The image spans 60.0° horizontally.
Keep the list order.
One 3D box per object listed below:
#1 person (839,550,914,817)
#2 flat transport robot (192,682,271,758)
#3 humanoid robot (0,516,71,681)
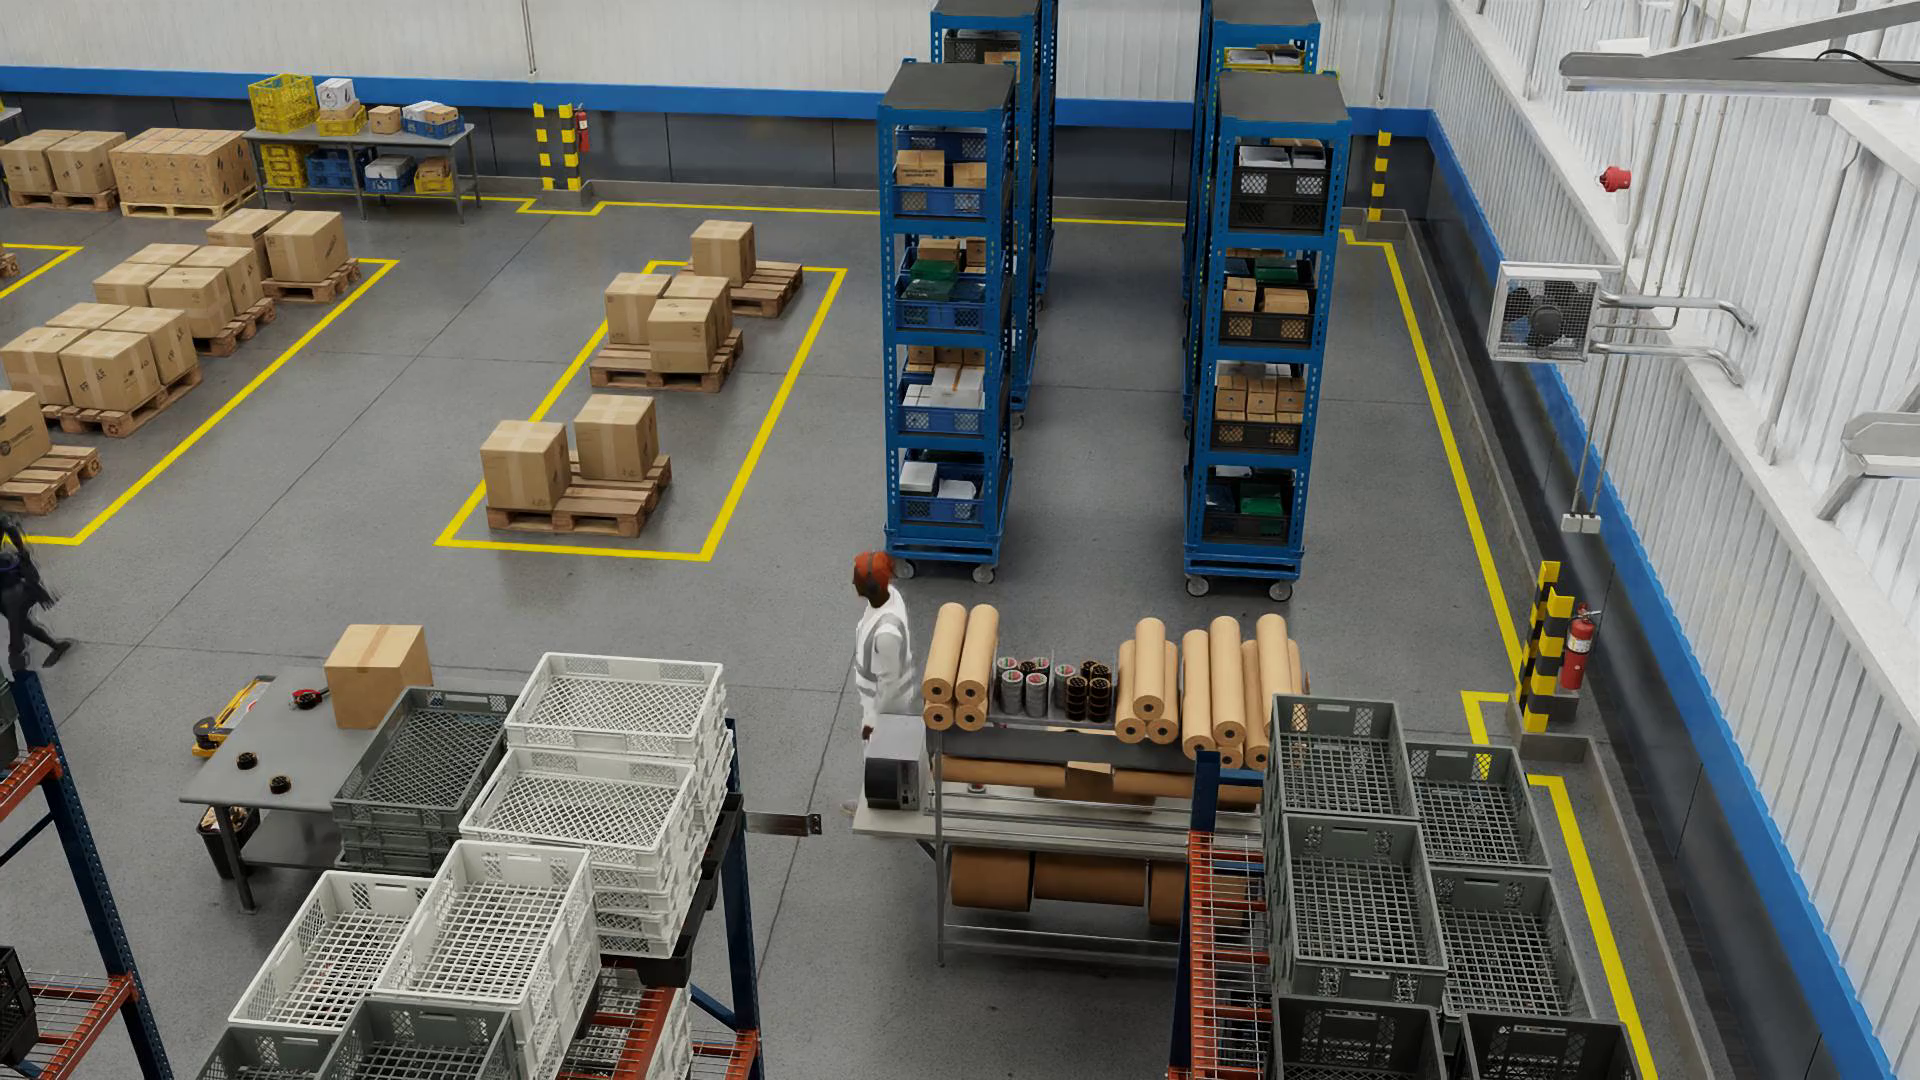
[{"bbox_3d":[-0.491,0.891,9.561,0.490,1.874,0.597,-3,30,-5],"label":"person"},{"bbox_3d":[-4.089,1.163,10.648,1.431,0.197,0.652,3,30,6],"label":"flat transport robot"},{"bbox_3d":[-6.257,0.261,10.870,0.549,1.630,0.767,9,31,15],"label":"humanoid robot"}]
